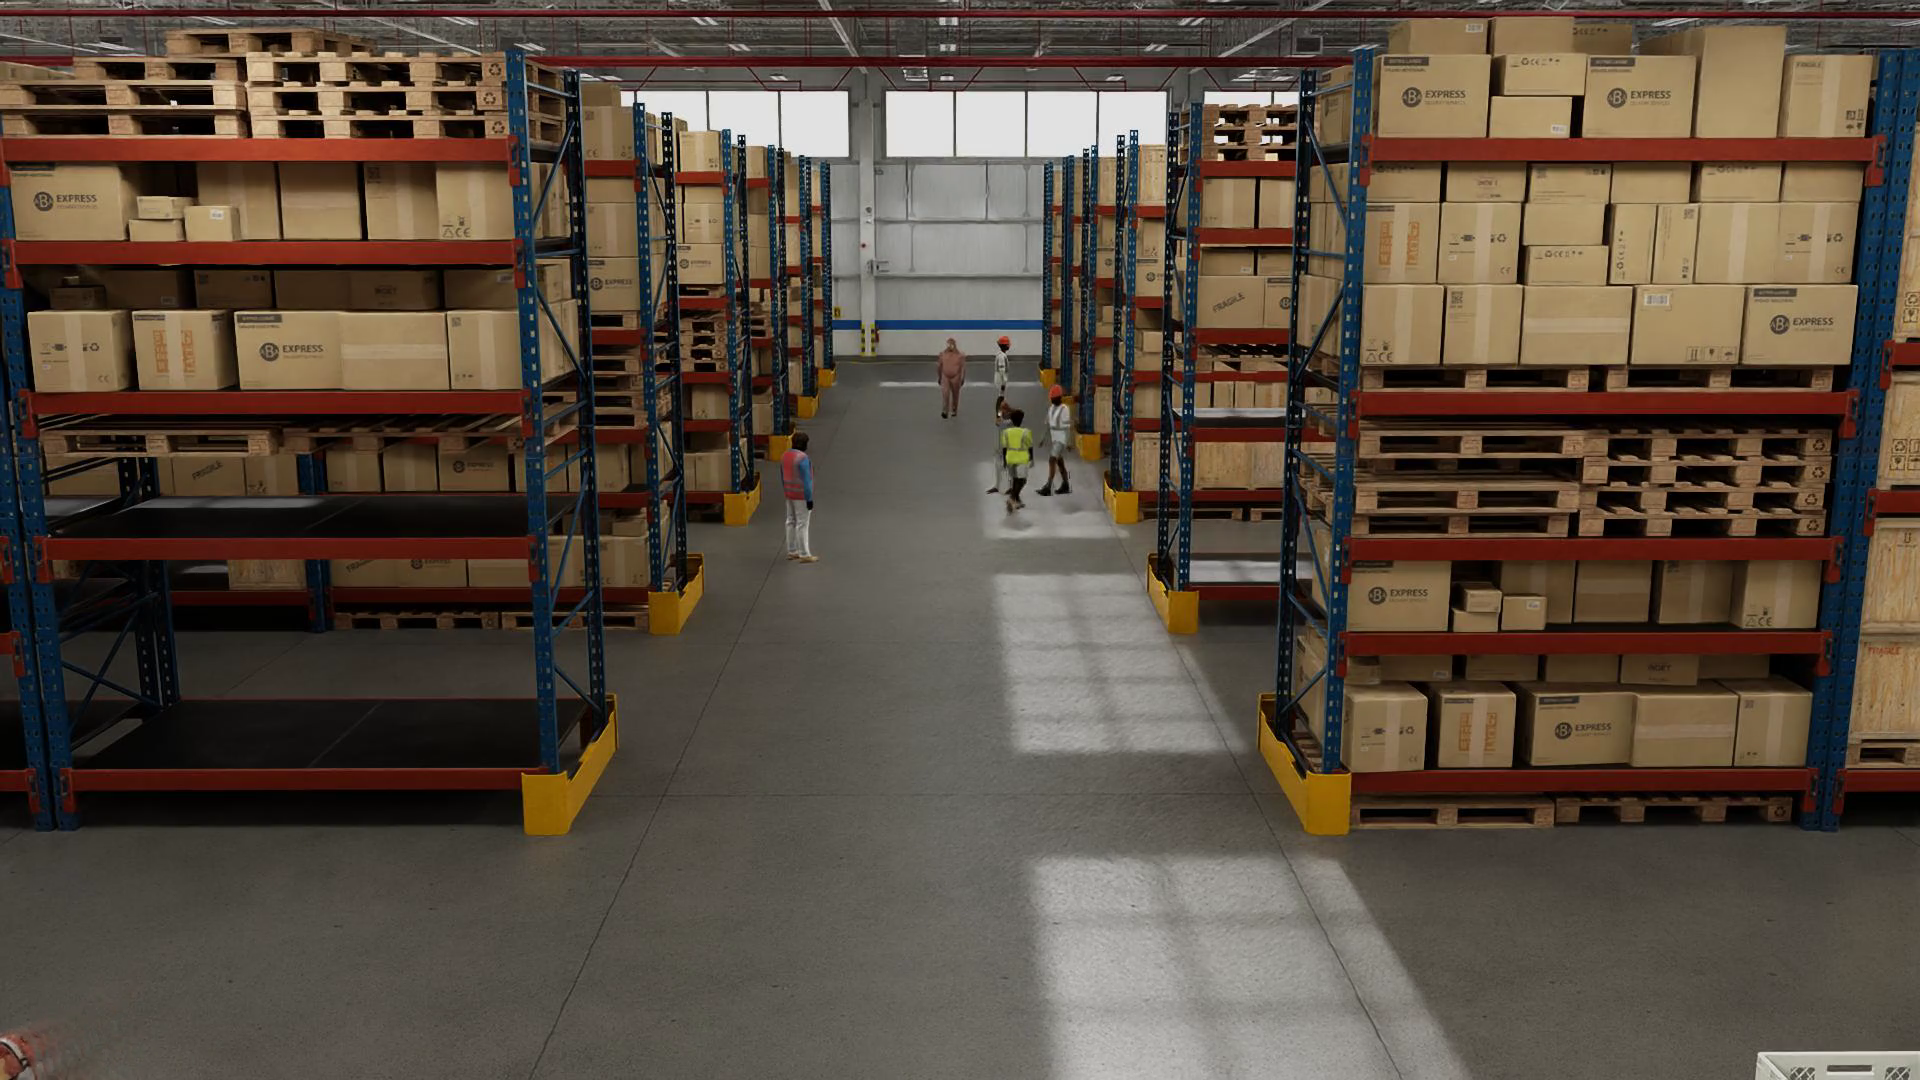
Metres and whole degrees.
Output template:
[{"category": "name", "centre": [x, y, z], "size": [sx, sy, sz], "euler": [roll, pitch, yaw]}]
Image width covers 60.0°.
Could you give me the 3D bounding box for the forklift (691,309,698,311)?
[{"category": "forklift", "centre": [-5.910, -3.755, 36.313], "size": [1.873, 2.768, 1.129], "euler": [0, 11, -1]}]

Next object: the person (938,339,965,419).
[{"category": "person", "centre": [-0.207, -3.778, 38.998], "size": [0.664, 1.842, 1.002], "euler": [1, 11, 5]}]

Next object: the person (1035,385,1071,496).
[{"category": "person", "centre": [1.572, -1.698, 28.561], "size": [0.879, 1.897, 0.563], "euler": [-5, 12, -24]}]

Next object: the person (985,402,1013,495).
[{"category": "person", "centre": [0.738, -1.558, 28.560], "size": [0.543, 1.612, 0.520], "euler": [-2, 12, -11]}]

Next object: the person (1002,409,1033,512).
[{"category": "person", "centre": [0.901, -1.282, 27.055], "size": [0.531, 1.674, 0.744], "euler": [6, 13, 28]}]

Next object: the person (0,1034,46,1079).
[{"category": "person", "centre": [-3.540, 2.769, 6.489], "size": [0.637, 1.878, 0.913], "euler": [3, 12, 13]}]

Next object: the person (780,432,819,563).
[{"category": "person", "centre": [-2.240, -0.596, 23.257], "size": [0.429, 1.838, 0.621], "euler": [-9, 14, -38]}]

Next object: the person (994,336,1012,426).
[{"category": "person", "centre": [0.975, -3.588, 37.567], "size": [0.393, 2.044, 0.609], "euler": [0, 11, 0]}]
